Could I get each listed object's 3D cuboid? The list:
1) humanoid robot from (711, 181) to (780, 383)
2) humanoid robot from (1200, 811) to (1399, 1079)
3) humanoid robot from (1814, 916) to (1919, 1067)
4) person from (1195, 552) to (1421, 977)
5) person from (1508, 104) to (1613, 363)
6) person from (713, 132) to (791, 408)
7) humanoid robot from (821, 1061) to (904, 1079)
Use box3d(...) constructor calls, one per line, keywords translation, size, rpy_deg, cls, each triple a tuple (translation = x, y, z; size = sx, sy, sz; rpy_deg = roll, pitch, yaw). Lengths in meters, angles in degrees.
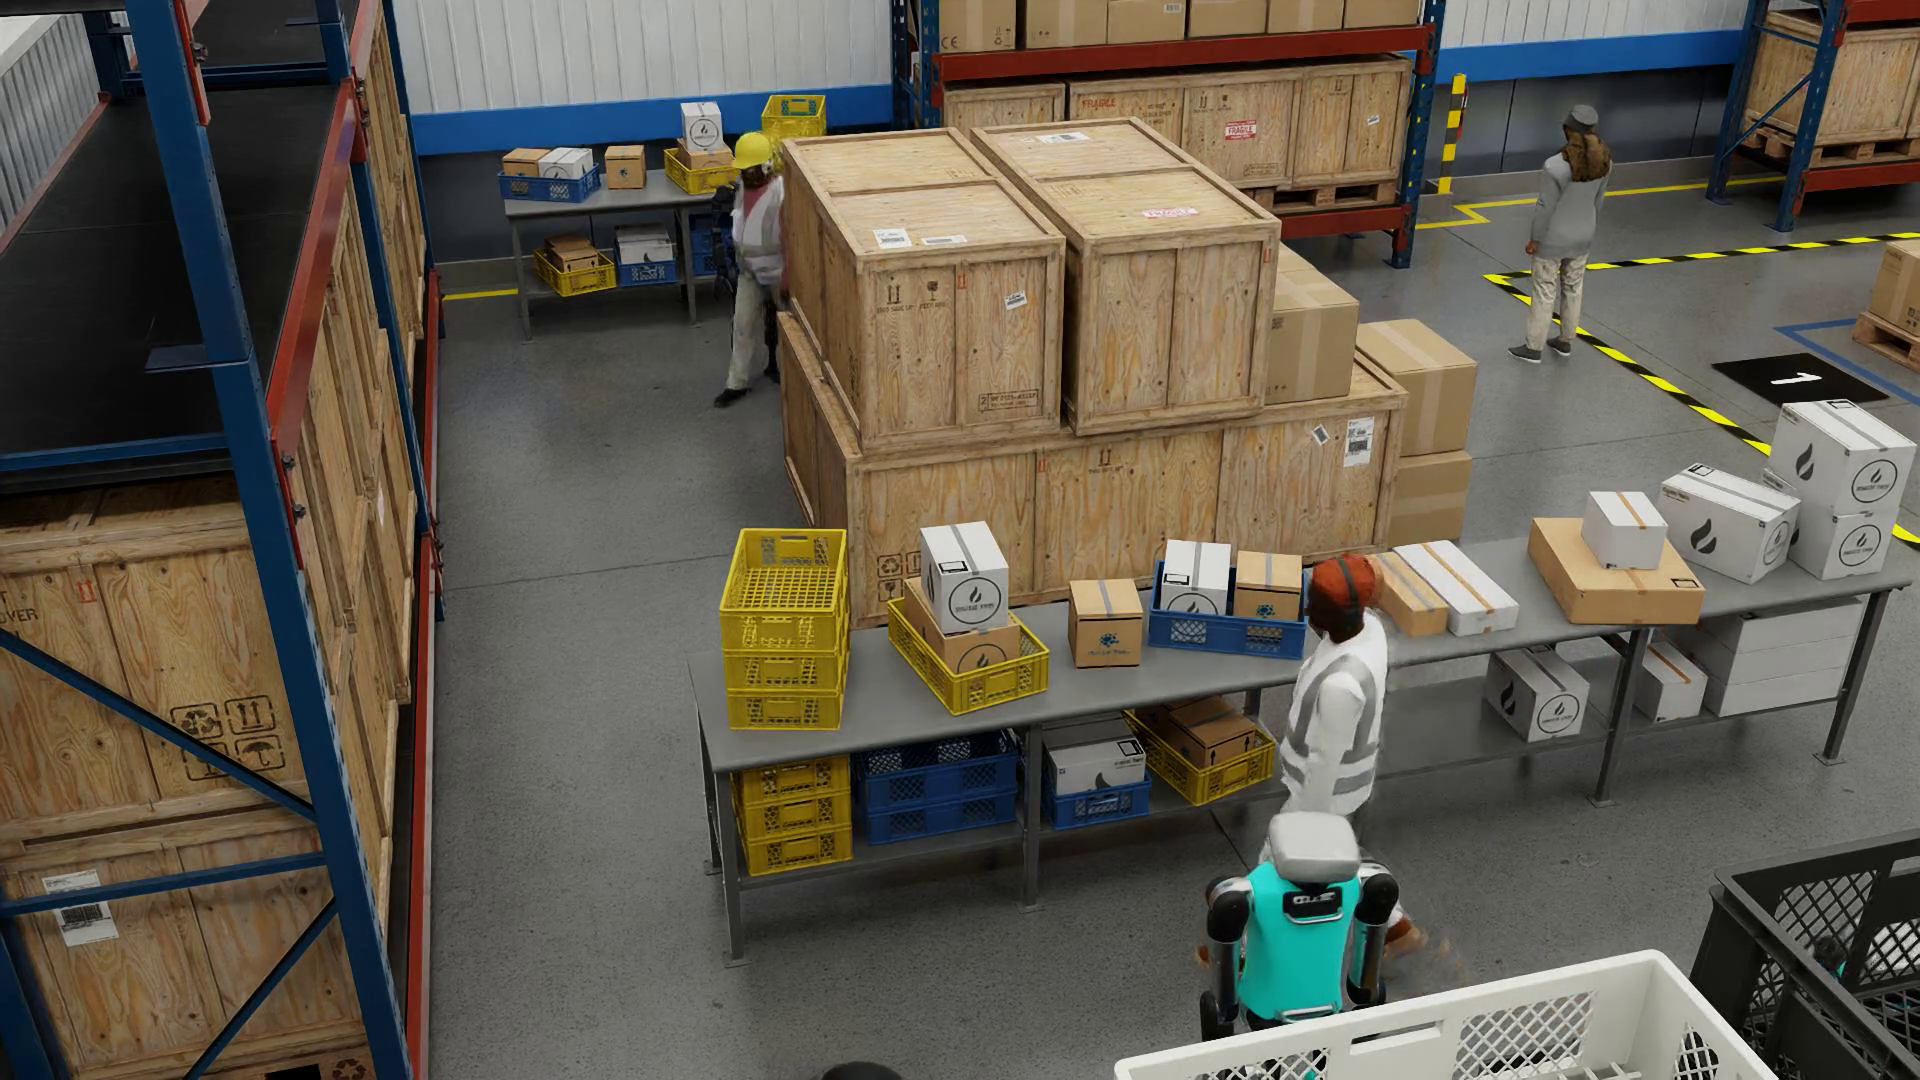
box3d(translation=(-1.340, -1.809, 10.922), size=(0.599, 1.659, 0.315), rpy_deg=(-10, 30, -17), cls="humanoid robot")
box3d(translation=(0.967, 1.603, 4.581), size=(0.531, 1.692, 0.738), rpy_deg=(-5, 29, -9), cls="humanoid robot")
box3d(translation=(2.012, 1.767, 4.394), size=(0.814, 1.785, 0.591), rpy_deg=(-1, 29, -1), cls="humanoid robot")
box3d(translation=(1.297, 0.851, 5.930), size=(0.724, 1.858, 0.598), rpy_deg=(9, 30, 17), cls="person")
box3d(translation=(4.109, -2.071, 11.318), size=(0.574, 1.767, 0.398), rpy_deg=(-13, 31, -22), cls="person")
box3d(translation=(-1.224, -1.791, 10.806), size=(0.595, 1.776, 0.946), rpy_deg=(21, 35, 34), cls="person")
box3d(translation=(-0.338, 1.933, 4.215), size=(0.768, 1.644, 0.608), rpy_deg=(-2, 29, -4), cls="humanoid robot")
